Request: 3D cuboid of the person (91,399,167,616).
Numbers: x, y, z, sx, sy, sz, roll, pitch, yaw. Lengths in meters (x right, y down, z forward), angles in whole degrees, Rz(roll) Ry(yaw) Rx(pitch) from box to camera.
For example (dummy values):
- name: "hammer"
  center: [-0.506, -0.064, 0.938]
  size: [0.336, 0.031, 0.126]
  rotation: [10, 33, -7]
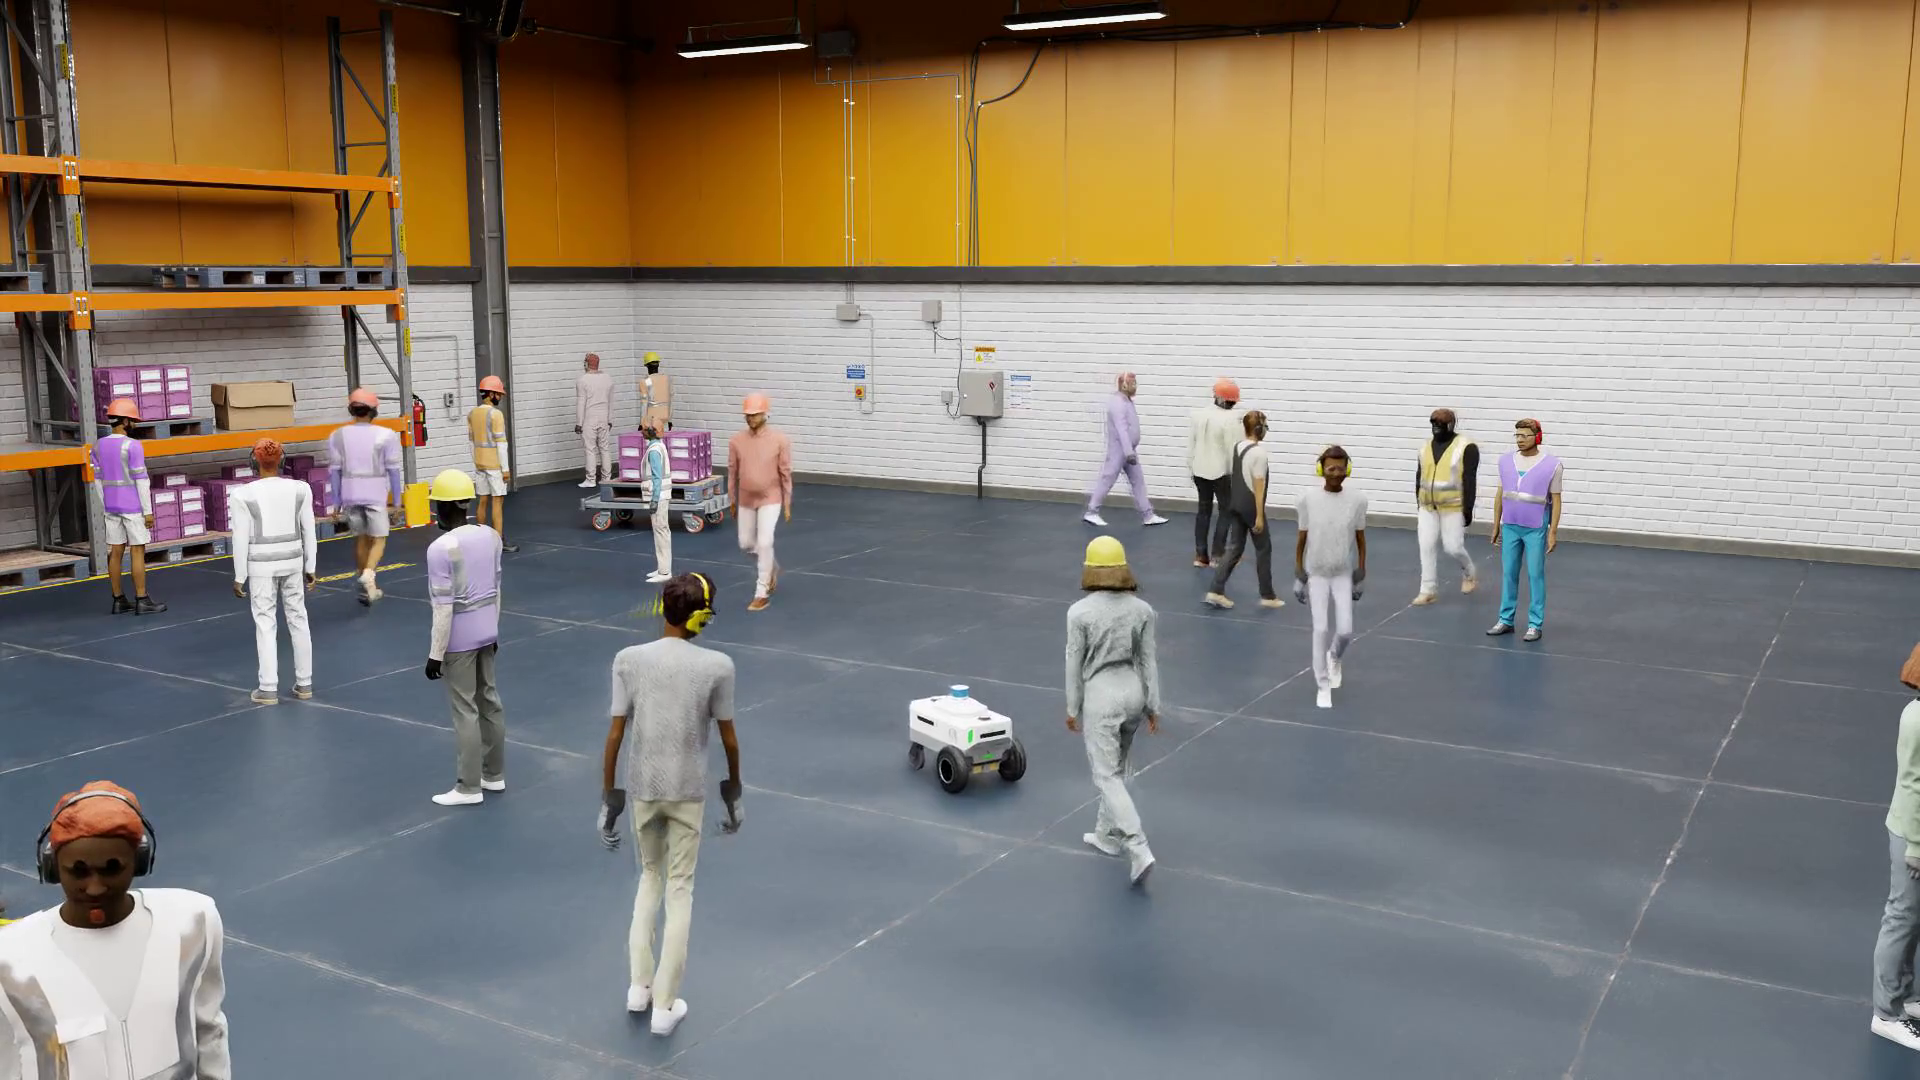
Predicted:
- name: "person"
  center: [-7.393, -0.289, 14.777]
  size: [0.543, 1.928, 0.374]
  rotation: [3, 10, 17]

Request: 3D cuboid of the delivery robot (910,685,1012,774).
- name: "delivery robot"
  center: [-0.002, 1.116, 9.988]
  size: [0.477, 0.478, 0.707]
  rotation: [-6, 11, -33]

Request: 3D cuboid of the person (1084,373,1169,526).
- name: "person"
  center: [1.962, -1.075, 19.934]
  size: [1.011, 1.857, 0.644]
  rotation: [4, 10, 22]

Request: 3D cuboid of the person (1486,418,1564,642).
- name: "person"
  center: [4.696, -0.092, 13.799]
  size: [0.376, 1.844, 0.571]
  rotation: [-9, 12, -43]

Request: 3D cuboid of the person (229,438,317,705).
- name: "person"
  center: [-4.837, 0.218, 11.749]
  size: [0.584, 1.882, 0.345]
  rotation: [-8, 12, -42]

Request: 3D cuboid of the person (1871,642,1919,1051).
- name: "person"
  center: [3.819, 1.171, 6.570]
  size: [0.286, 1.636, 0.498]
  rotation: [8, 12, 41]

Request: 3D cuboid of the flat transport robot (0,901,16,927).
- name: "flat transport robot"
  center: [-4.270, 1.824, 6.743]
  size: [0.652, 0.197, 1.431]
  rotation: [2, 9, 13]

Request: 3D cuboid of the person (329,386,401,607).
- name: "person"
  center: [-5.409, -0.377, 15.083]
  size: [0.618, 2.020, 0.838]
  rotation: [-1, 9, -3]

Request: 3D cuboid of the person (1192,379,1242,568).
- name: "person"
  center: [2.621, -0.672, 17.147]
  size: [0.363, 1.965, 0.658]
  rotation: [-7, 11, -37]

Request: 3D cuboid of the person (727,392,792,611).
- name: "person"
  center: [-1.811, -0.379, 15.218]
  size: [0.625, 1.974, 0.772]
  rotation: [3, 9, 16]

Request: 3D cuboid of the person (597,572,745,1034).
- name: "person"
  center: [-1.164, 1.050, 6.716]
  size: [0.535, 1.828, 0.551]
  rotation: [1, 9, 5]

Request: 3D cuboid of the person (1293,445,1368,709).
- name: "person"
  center: [2.598, 0.238, 11.743]
  size: [0.507, 1.855, 0.525]
  rotation: [1, 9, 7]

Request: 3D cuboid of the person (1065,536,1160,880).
- name: "person"
  center: [0.814, 0.845, 8.402]
  size: [0.487, 1.705, 0.782]
  rotation: [-5, 10, -26]

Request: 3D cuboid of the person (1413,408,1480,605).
- name: "person"
  center: [4.469, -0.314, 15.266]
  size: [0.635, 1.821, 0.635]
  rotation: [-9, 13, -44]

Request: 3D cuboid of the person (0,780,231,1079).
- name: "person"
  center: [-1.974, 1.476, 3.894]
  size: [0.361, 1.885, 0.575]
  rotation: [8, 12, 42]

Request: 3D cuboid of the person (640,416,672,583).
- name: "person"
  center: [-2.985, -0.399, 16.359]
  size: [0.311, 1.638, 0.523]
  rotation: [-1, 9, -7]

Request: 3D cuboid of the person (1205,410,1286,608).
- name: "person"
  center: [2.563, -0.251, 14.981]
  size: [0.817, 1.828, 0.531]
  rotation: [-5, 10, -26]

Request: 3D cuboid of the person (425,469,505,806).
- name: "person"
  center: [-2.839, 0.556, 9.497]
  size: [0.370, 1.929, 0.585]
  rotation: [3, 10, 20]

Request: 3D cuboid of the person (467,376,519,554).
- name: "person"
  center: [-5.069, -0.811, 18.038]
  size: [0.542, 1.928, 0.374]
  rotation: [7, 11, 36]

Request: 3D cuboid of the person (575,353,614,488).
- name: "person"
  center: [-5.209, -1.694, 23.612]
  size: [0.409, 1.907, 0.651]
  rotation: [7, 11, 37]

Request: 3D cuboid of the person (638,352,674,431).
- name: "person"
  center: [-4.361, -1.731, 23.808]
  size: [0.381, 1.917, 0.586]
  rotation: [8, 12, 41]
